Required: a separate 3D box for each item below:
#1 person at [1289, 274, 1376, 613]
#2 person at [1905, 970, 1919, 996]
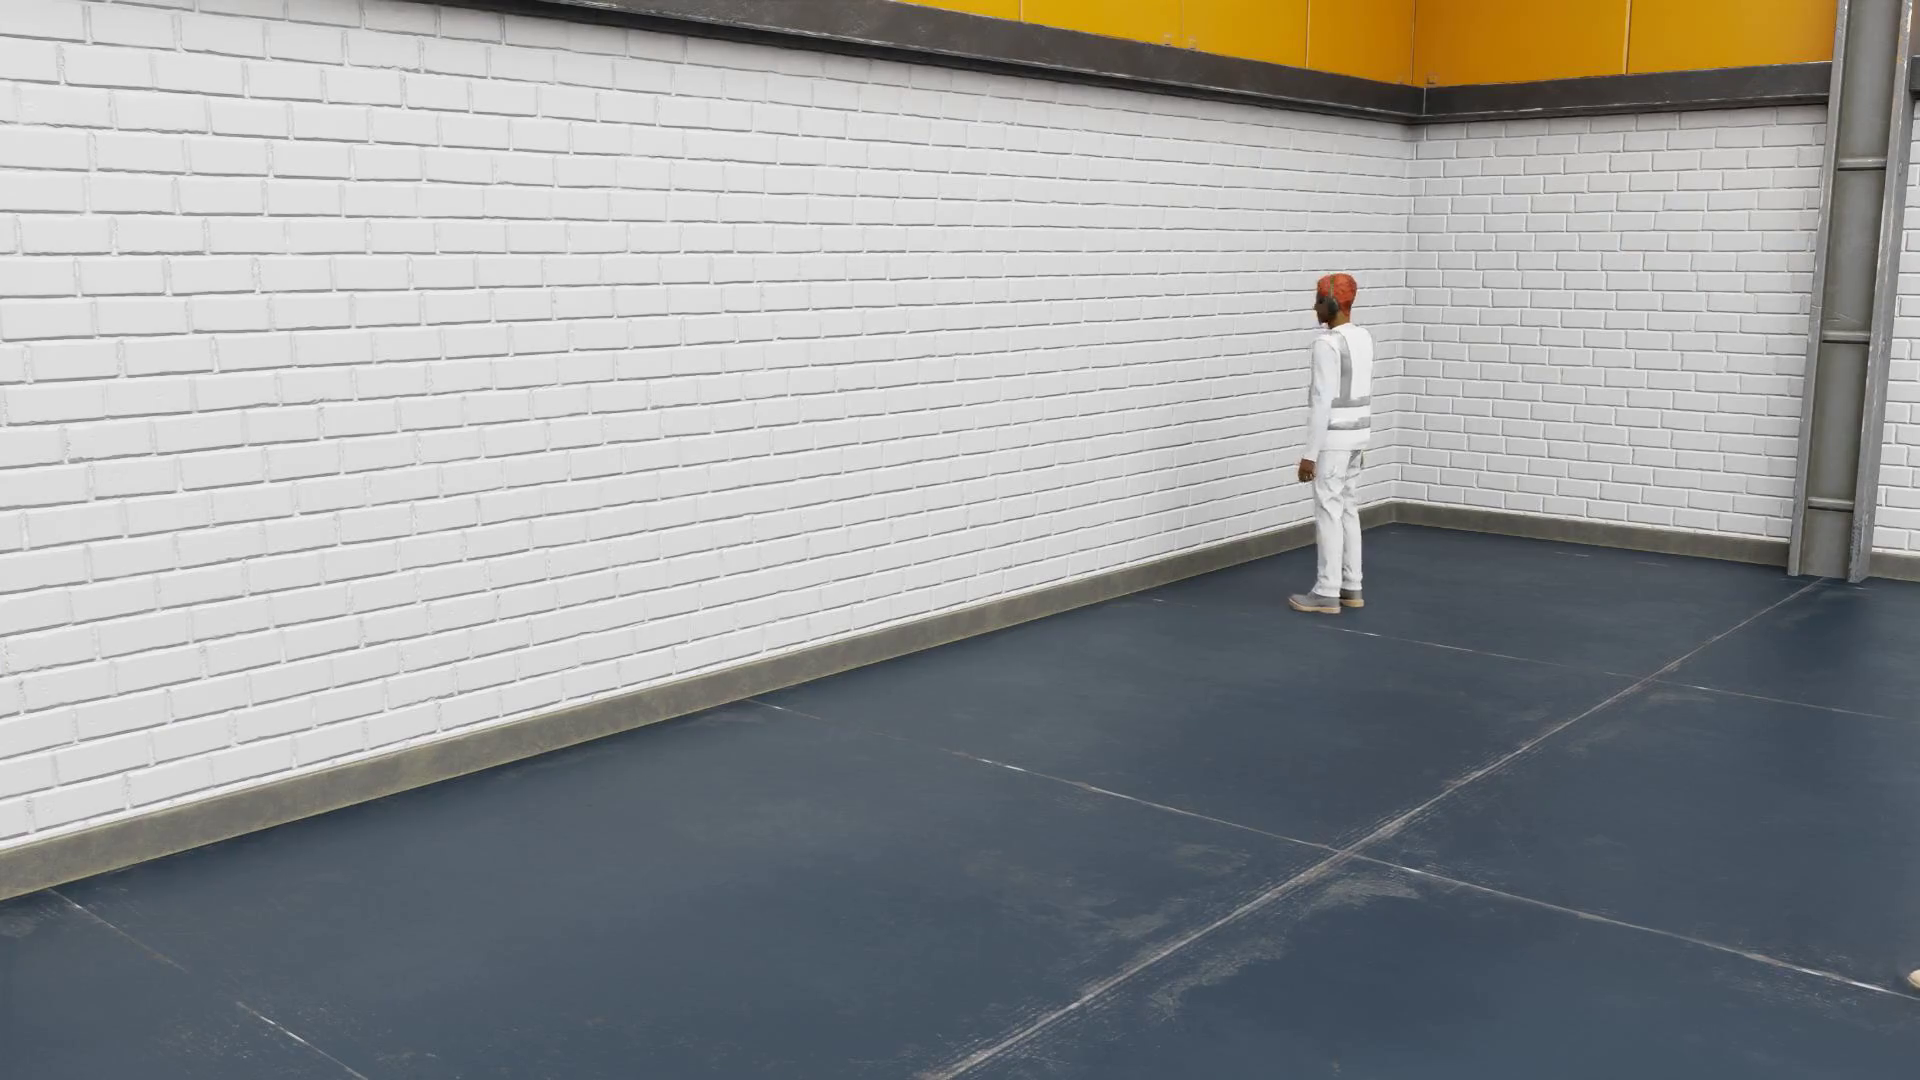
[{"bbox_3d":[2.084,-0.529,9.242,0.362,1.878,0.613,8,13,39],"label":"person"},{"bbox_3d":[2.826,0.386,4.240,0.343,1.816,0.630,-3,10,-18],"label":"person"}]
